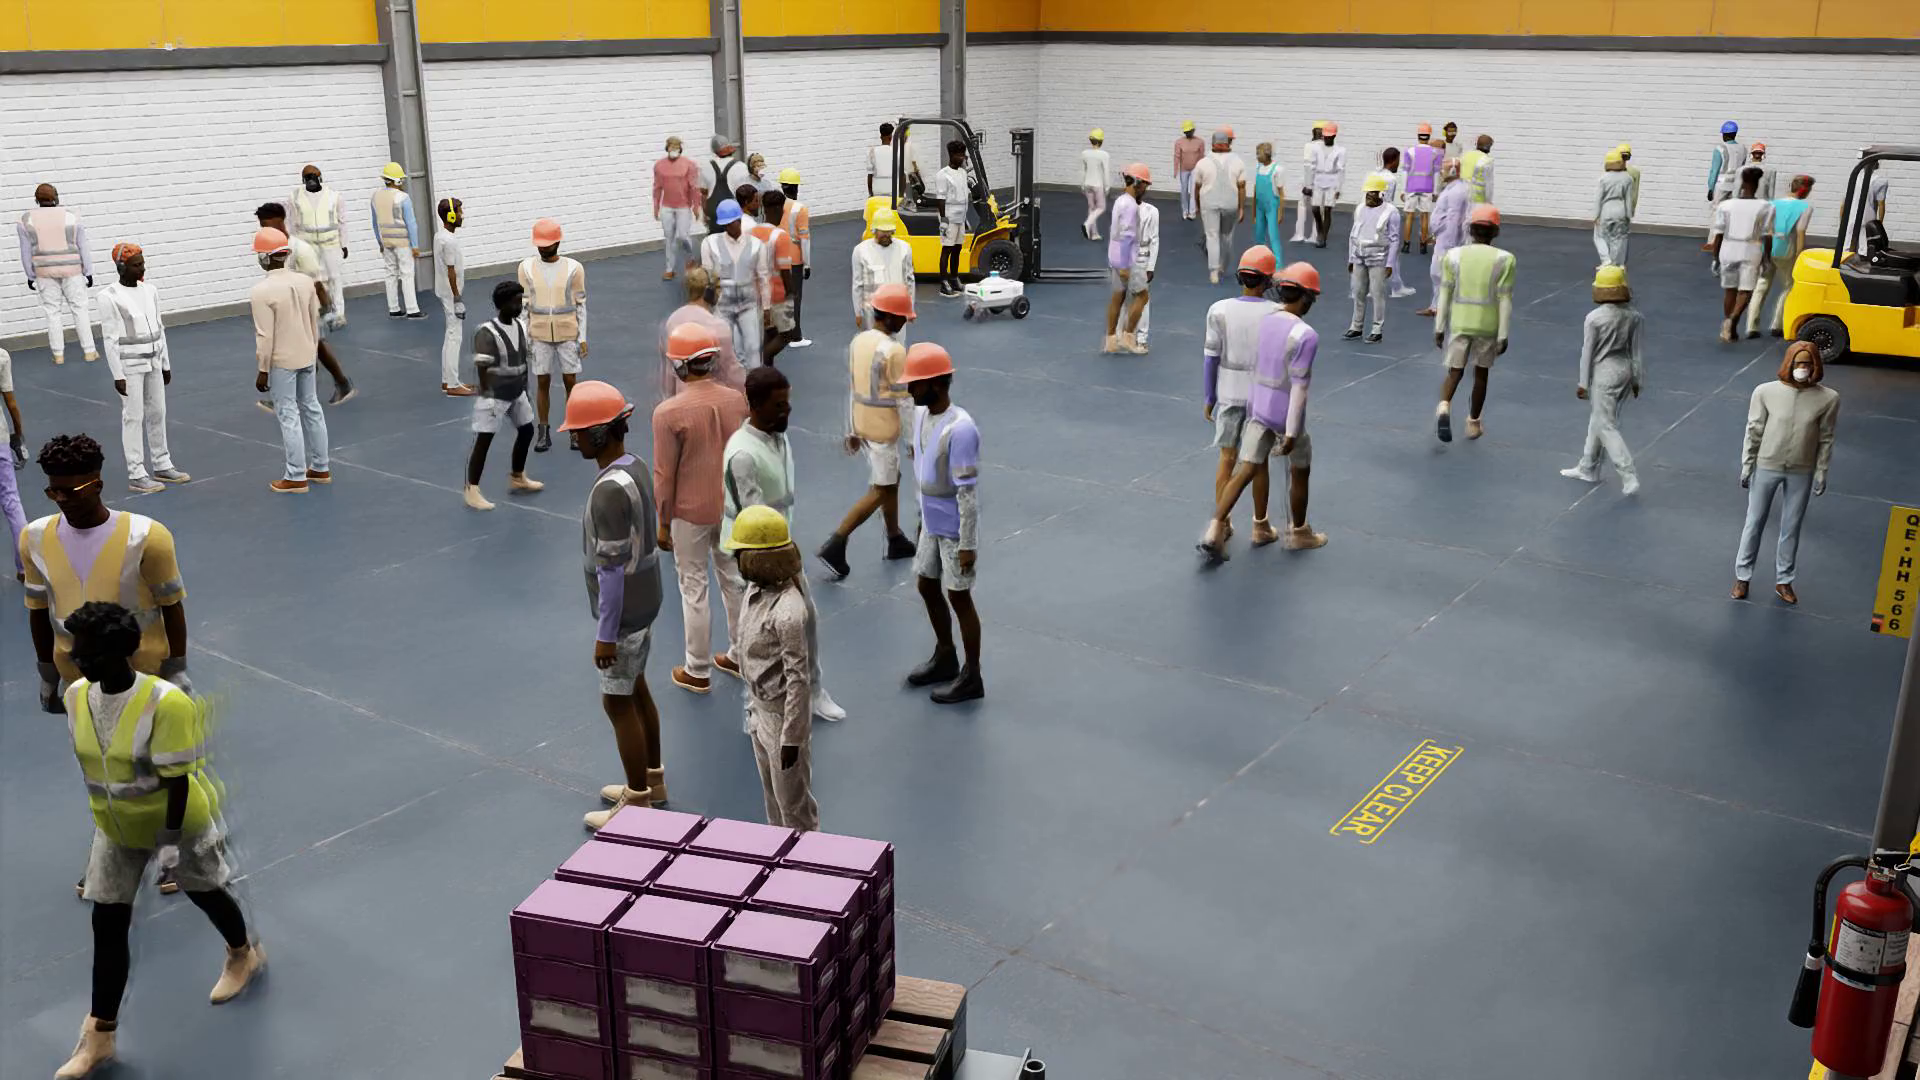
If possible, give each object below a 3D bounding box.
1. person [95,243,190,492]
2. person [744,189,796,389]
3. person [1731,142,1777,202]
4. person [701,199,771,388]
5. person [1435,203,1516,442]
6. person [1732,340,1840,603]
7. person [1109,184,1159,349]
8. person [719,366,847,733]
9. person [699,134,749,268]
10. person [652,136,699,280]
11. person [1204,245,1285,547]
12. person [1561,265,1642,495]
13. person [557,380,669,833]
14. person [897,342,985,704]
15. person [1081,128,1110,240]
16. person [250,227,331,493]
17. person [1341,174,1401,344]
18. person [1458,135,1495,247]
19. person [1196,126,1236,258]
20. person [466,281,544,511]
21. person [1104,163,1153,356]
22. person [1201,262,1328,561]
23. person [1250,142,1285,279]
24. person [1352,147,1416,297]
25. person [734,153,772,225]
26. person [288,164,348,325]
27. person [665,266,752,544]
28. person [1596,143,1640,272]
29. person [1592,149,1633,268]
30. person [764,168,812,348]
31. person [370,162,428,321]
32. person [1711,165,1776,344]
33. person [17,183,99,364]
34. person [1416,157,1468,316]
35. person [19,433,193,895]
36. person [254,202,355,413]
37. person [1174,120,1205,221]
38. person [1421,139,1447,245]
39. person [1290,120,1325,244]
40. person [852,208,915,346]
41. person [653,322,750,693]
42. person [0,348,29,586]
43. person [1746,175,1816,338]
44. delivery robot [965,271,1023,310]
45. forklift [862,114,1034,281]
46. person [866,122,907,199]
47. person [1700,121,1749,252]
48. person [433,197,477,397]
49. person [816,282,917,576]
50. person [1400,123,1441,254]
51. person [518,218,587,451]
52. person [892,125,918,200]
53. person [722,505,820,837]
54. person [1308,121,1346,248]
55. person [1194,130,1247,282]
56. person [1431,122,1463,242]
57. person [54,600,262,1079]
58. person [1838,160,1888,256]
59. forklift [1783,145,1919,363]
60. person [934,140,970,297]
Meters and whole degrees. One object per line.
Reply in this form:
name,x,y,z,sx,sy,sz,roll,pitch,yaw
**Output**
person,-6.216,-1.308,12.619,0.354,1.880,0.579,5,18,15
person,-1.821,-2.318,15.681,0.567,1.934,0.662,-17,24,-42
person,11.213,-4.742,23.569,0.563,1.742,0.339,4,18,13
person,-2.038,-2.144,15.147,0.656,1.923,0.628,-5,18,-15
person,4.266,-1.780,13.883,0.604,2.014,0.799,10,20,29
person,5.064,-0.417,10.219,0.500,1.633,0.284,5,18,16
person,1.829,-2.925,17.660,0.576,1.884,0.354,14,22,37
person,-0.890,0.073,8.255,0.579,1.902,0.615,5,18,15
person,-3.047,-4.298,21.700,0.726,2.000,0.814,4,18,11
person,-3.821,-4.471,22.430,0.677,1.924,0.485,4,18,12
person,1.962,-0.974,11.299,0.612,2.041,0.394,8,19,23
person,4.962,-1.207,12.571,0.486,1.706,0.792,-9,20,-27
person,-1.521,0.298,7.352,0.410,2.028,0.624,0,18,-1
person,-0.087,-0.073,8.669,0.418,1.924,0.650,-10,20,-27
person,2.095,-5.568,26.130,0.539,1.748,0.573,14,23,38
person,-5.078,-1.351,12.556,0.378,1.995,0.609,6,19,19
person,4.489,-3.070,18.197,0.404,1.830,0.602,-14,23,-38
person,7.425,-4.917,24.005,0.446,1.815,0.654,-7,19,-22
person,3.753,-5.045,24.237,0.574,1.917,0.566,-6,19,-19
person,-3.375,-1.072,12.227,0.420,1.664,0.679,8,19,23
person,1.810,-2.939,17.492,0.621,2.007,0.634,-2,18,-5
person,2.033,-0.822,10.935,1.042,1.989,0.621,-11,21,-31
person,4.210,-4.494,22.698,0.401,1.814,0.677,-10,20,-29
person,5.414,-4.005,21.057,0.904,1.877,0.593,-5,18,-16
person,-2.392,-3.581,19.621,0.357,1.938,0.636,9,20,26
person,-7.388,-3.397,19.205,0.625,1.843,0.430,-5,18,-16
person,-1.634,-0.922,11.362,0.961,1.891,0.646,-13,22,-36
person,9.160,-4.630,23.182,0.533,1.767,0.327,0,18,-1
person,8.854,-4.406,22.546,0.508,1.727,0.491,0,18,1
person,-1.844,-3.048,17.998,0.581,1.919,0.393,11,21,30
person,-6.595,-3.502,19.546,0.595,1.831,0.403,8,20,24
person,8.431,-3.059,17.992,0.620,1.938,0.779,13,22,36
person,-9.305,-2.749,17.179,0.634,1.841,0.429,-8,20,-24
person,5.780,-3.553,19.609,0.550,1.890,0.652,4,18,13
person,-3.449,0.514,6.767,0.612,1.964,0.364,-1,18,-4
person,-5.961,-2.096,15.027,0.648,1.897,1.029,14,23,37
person,3.969,-6.380,28.738,0.551,1.713,0.926,3,18,9
person,7.411,-5.401,25.848,0.494,1.611,0.611,-10,20,-29
person,5.520,-5.588,26.011,0.622,1.875,0.628,-10,20,-27
person,-0.700,-2.155,15.366,0.601,1.818,0.403,-6,19,-18
person,-1.375,-0.171,8.893,0.410,1.987,0.608,16,24,40
person,-6.114,-0.586,10.381,0.505,1.864,0.335,-13,22,-34
person,9.112,-3.127,18.415,0.728,1.797,0.691,-7,19,-21
delivery robot,0.405,-2.935,19.674,0.707,0.478,0.477,-13,22,-38
forklift,-0.171,-4.594,22.377,2.313,2.155,1.214,1,18,3
person,-1.064,-5.091,24.312,0.603,1.960,0.366,3,18,9
person,11.522,-5.320,25.070,0.607,1.937,0.418,-6,19,-17
person,-4.794,-2.292,15.731,0.341,1.860,0.511,-8,19,-22
person,-0.576,-0.709,10.714,0.845,1.897,0.546,-9,20,-27
person,6.870,-5.249,24.863,0.547,1.930,0.391,2,18,7
person,-3.341,-1.683,13.701,0.542,1.929,0.374,-3,18,-9
person,-0.831,-5.698,26.392,0.526,1.851,0.670,15,23,39
person,-0.740,0.700,6.548,0.324,1.742,0.492,-7,19,-22
person,5.607,-5.436,25.464,0.562,1.912,0.557,9,20,26
person,3.484,-4.563,22.529,0.688,2.000,1.023,0,18,-1
person,7.635,-5.622,26.149,0.519,1.853,0.324,-3,18,-8
person,-2.843,0.991,5.788,0.537,1.648,0.859,4,18,12
person,11.353,-3.962,20.964,0.518,1.843,0.332,16,24,40
forklift,9.803,-2.879,17.013,2.313,2.155,1.214,12,21,33
person,-0.077,-4.095,21.189,0.367,1.964,0.604,11,21,30
